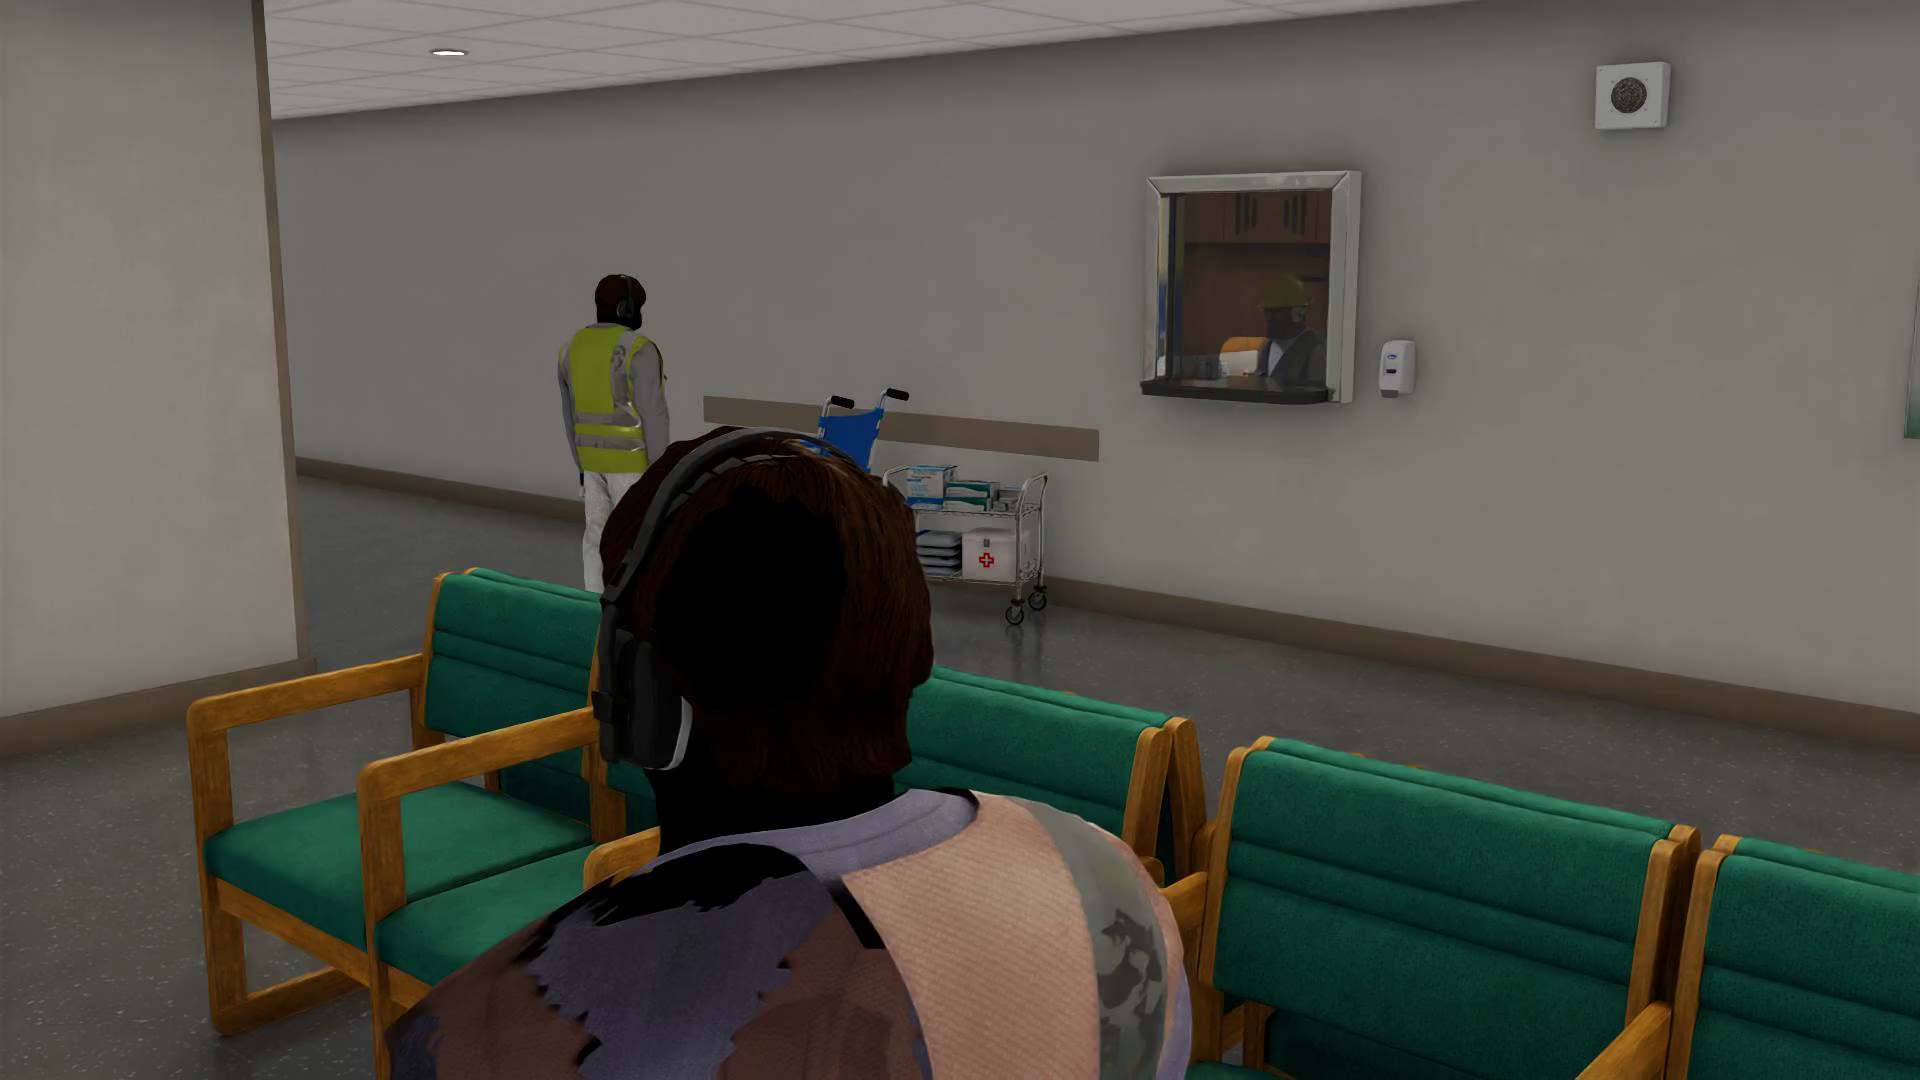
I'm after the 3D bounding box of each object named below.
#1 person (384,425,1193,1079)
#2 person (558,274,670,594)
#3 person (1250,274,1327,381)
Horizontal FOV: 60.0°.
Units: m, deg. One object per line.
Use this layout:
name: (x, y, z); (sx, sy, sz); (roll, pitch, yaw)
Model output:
person: (-0.132, 0.834, 1.234); (0.633, 1.843, 0.429); (-8, 13, -39)
person: (-1.614, -0.349, 7.993); (0.621, 1.837, 0.429); (7, 12, 33)
person: (1.766, -0.513, 8.962); (0.404, 1.822, 0.592); (-5, 11, -27)
